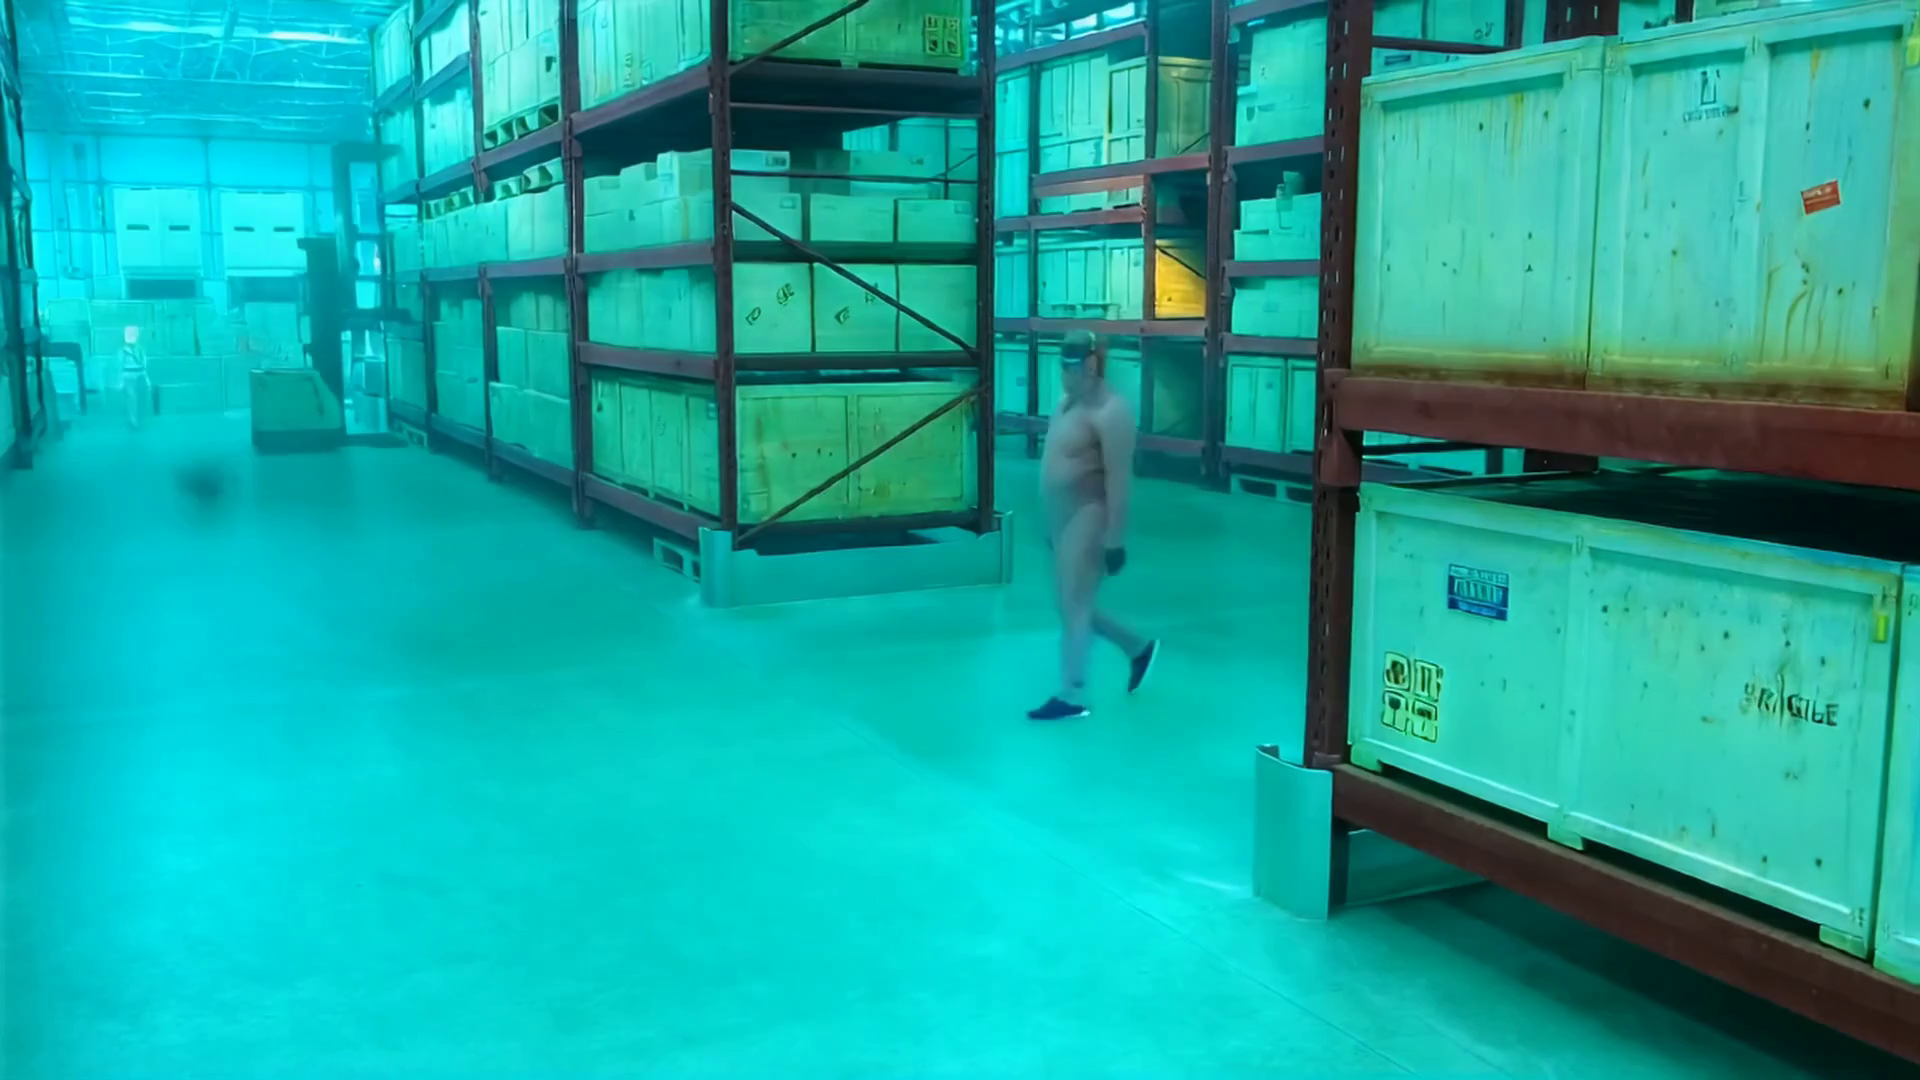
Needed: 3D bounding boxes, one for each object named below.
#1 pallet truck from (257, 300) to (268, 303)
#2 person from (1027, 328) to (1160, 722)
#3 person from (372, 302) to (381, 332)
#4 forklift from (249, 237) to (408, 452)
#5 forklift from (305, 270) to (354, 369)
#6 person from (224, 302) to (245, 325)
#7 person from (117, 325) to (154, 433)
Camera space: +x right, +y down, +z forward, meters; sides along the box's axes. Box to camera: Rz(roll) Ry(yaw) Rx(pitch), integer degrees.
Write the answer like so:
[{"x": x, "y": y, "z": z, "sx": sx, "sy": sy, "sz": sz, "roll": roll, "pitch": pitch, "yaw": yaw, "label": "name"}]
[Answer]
[{"x": -23.913, "y": -7.404, "z": 58.171, "sx": 1.885, "sy": 1.965, "sz": 0.823, "roll": -1, "pitch": 8, "yaw": -9, "label": "pallet truck"}, {"x": 0.652, "y": -0.079, "z": 8.037, "sx": 0.685, "sy": 1.887, "sz": 0.652, "roll": -3, "pitch": 9, "yaw": -18, "label": "person"}, {"x": -14.534, "y": -4.989, "z": 41.727, "sx": 0.355, "sy": 1.938, "sz": 0.545, "roll": -1, "pitch": 8, "yaw": -3, "label": "person"}, {"x": -8.497, "y": -2.629, "z": 22.220, "sx": 1.873, "sy": 2.768, "sz": 1.129, "roll": -4, "pitch": 9, "yaw": -26, "label": "forklift"}, {"x": -17.965, "y": -6.238, "z": 47.102, "sx": 1.129, "sy": 2.768, "sz": 1.873, "roll": -5, "pitch": 10, "yaw": -32, "label": "forklift"}, {"x": -20.623, "y": -5.808, "z": 47.395, "sx": 0.641, "sy": 1.932, "sz": 0.368, "roll": -3, "pitch": 9, "yaw": -23, "label": "person"}, {"x": -12.410, "y": -2.416, "z": 25.030, "sx": 0.375, "sy": 1.623, "sz": 0.542, "roll": 4, "pitch": 9, "yaw": 24, "label": "person"}]
